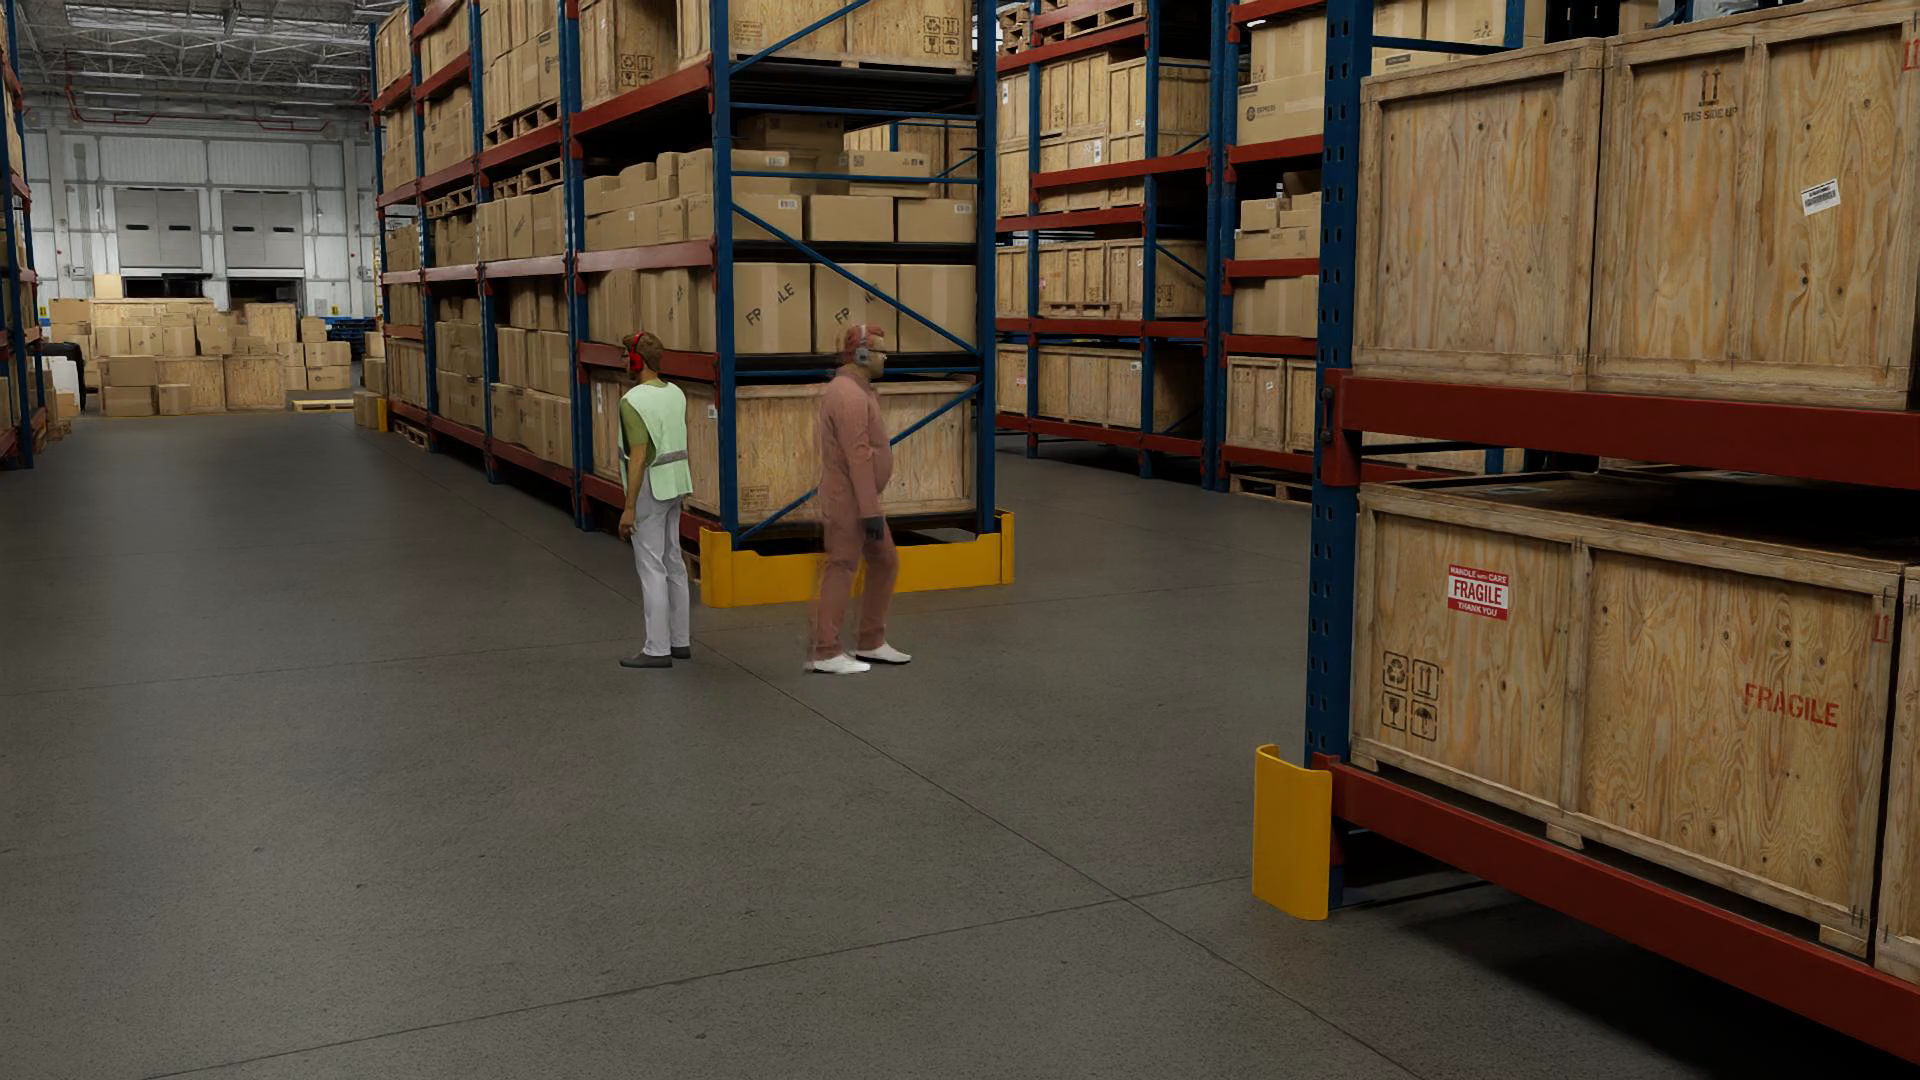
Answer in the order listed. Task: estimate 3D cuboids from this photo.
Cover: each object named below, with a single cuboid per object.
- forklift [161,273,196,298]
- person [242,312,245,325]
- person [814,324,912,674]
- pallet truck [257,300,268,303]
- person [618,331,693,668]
[{"bbox_3d":[-24.375,-6.952,52.030,1.873,2.768,1.129,6,10,35],"label":"forklift"},{"bbox_3d":[-23.955,-6.896,55.899,0.308,1.640,0.511,-1,8,-6],"label":"person"},{"bbox_3d":[-0.489,-0.205,8.915,0.692,1.880,0.676,0,8,-1],"label":"person"},{"bbox_3d":[-23.913,-7.404,58.171,1.885,1.965,0.823,-1,8,-9],"label":"pallet truck"},{"bbox_3d":[-1.668,-0.217,9.130,0.373,1.843,0.571,3,9,18],"label":"person"}]
